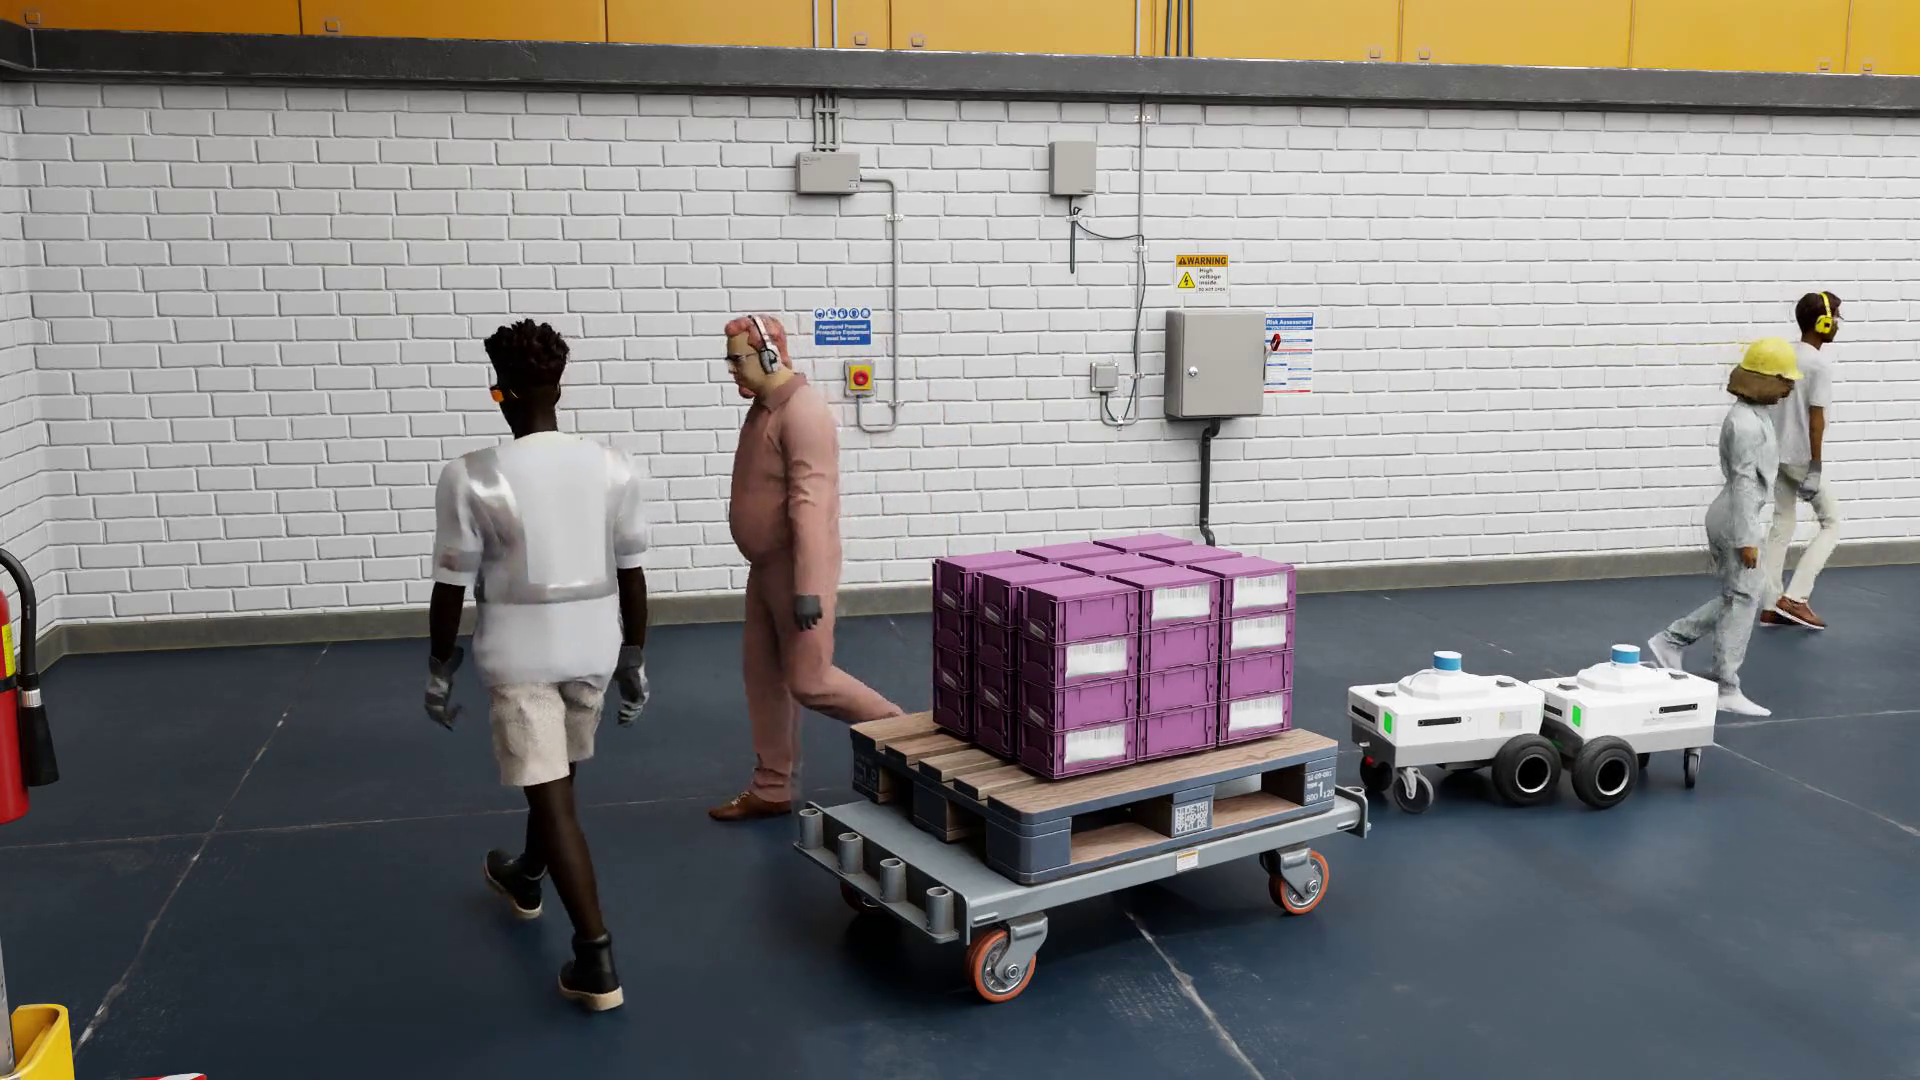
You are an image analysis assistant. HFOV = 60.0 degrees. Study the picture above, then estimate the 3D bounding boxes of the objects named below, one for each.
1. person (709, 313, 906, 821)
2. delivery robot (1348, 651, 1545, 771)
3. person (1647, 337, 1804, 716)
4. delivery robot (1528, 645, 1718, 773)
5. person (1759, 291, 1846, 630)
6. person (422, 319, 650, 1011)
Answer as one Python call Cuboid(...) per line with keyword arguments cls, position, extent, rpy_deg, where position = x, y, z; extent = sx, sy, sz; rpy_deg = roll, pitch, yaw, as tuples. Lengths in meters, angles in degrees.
Cuboid(cls="person", position=(-0.532, 0.110, 6.100), extent=(0.756, 1.873, 0.693), rpy_deg=(-4, 11, -22))
Cuboid(cls="delivery robot", position=(1.857, 0.670, 6.375), extent=(0.707, 0.478, 0.477), rpy_deg=(-3, 10, -15))
Cuboid(cls="person", position=(3.442, -0.057, 7.469), extent=(0.540, 1.712, 0.512), rpy_deg=(6, 12, 29))
Cuboid(cls="delivery robot", position=(2.580, 0.651, 6.479), extent=(0.707, 0.478, 0.477), rpy_deg=(-3, 11, -18))
Cuboid(cls="person", position=(4.625, -0.428, 9.122), extent=(0.448, 1.854, 0.528), rpy_deg=(-2, 10, -10))
Cuboid(cls="person", position=(-1.235, 0.321, 4.827), extent=(0.616, 1.904, 1.049), rpy_deg=(-9, 14, -42))
